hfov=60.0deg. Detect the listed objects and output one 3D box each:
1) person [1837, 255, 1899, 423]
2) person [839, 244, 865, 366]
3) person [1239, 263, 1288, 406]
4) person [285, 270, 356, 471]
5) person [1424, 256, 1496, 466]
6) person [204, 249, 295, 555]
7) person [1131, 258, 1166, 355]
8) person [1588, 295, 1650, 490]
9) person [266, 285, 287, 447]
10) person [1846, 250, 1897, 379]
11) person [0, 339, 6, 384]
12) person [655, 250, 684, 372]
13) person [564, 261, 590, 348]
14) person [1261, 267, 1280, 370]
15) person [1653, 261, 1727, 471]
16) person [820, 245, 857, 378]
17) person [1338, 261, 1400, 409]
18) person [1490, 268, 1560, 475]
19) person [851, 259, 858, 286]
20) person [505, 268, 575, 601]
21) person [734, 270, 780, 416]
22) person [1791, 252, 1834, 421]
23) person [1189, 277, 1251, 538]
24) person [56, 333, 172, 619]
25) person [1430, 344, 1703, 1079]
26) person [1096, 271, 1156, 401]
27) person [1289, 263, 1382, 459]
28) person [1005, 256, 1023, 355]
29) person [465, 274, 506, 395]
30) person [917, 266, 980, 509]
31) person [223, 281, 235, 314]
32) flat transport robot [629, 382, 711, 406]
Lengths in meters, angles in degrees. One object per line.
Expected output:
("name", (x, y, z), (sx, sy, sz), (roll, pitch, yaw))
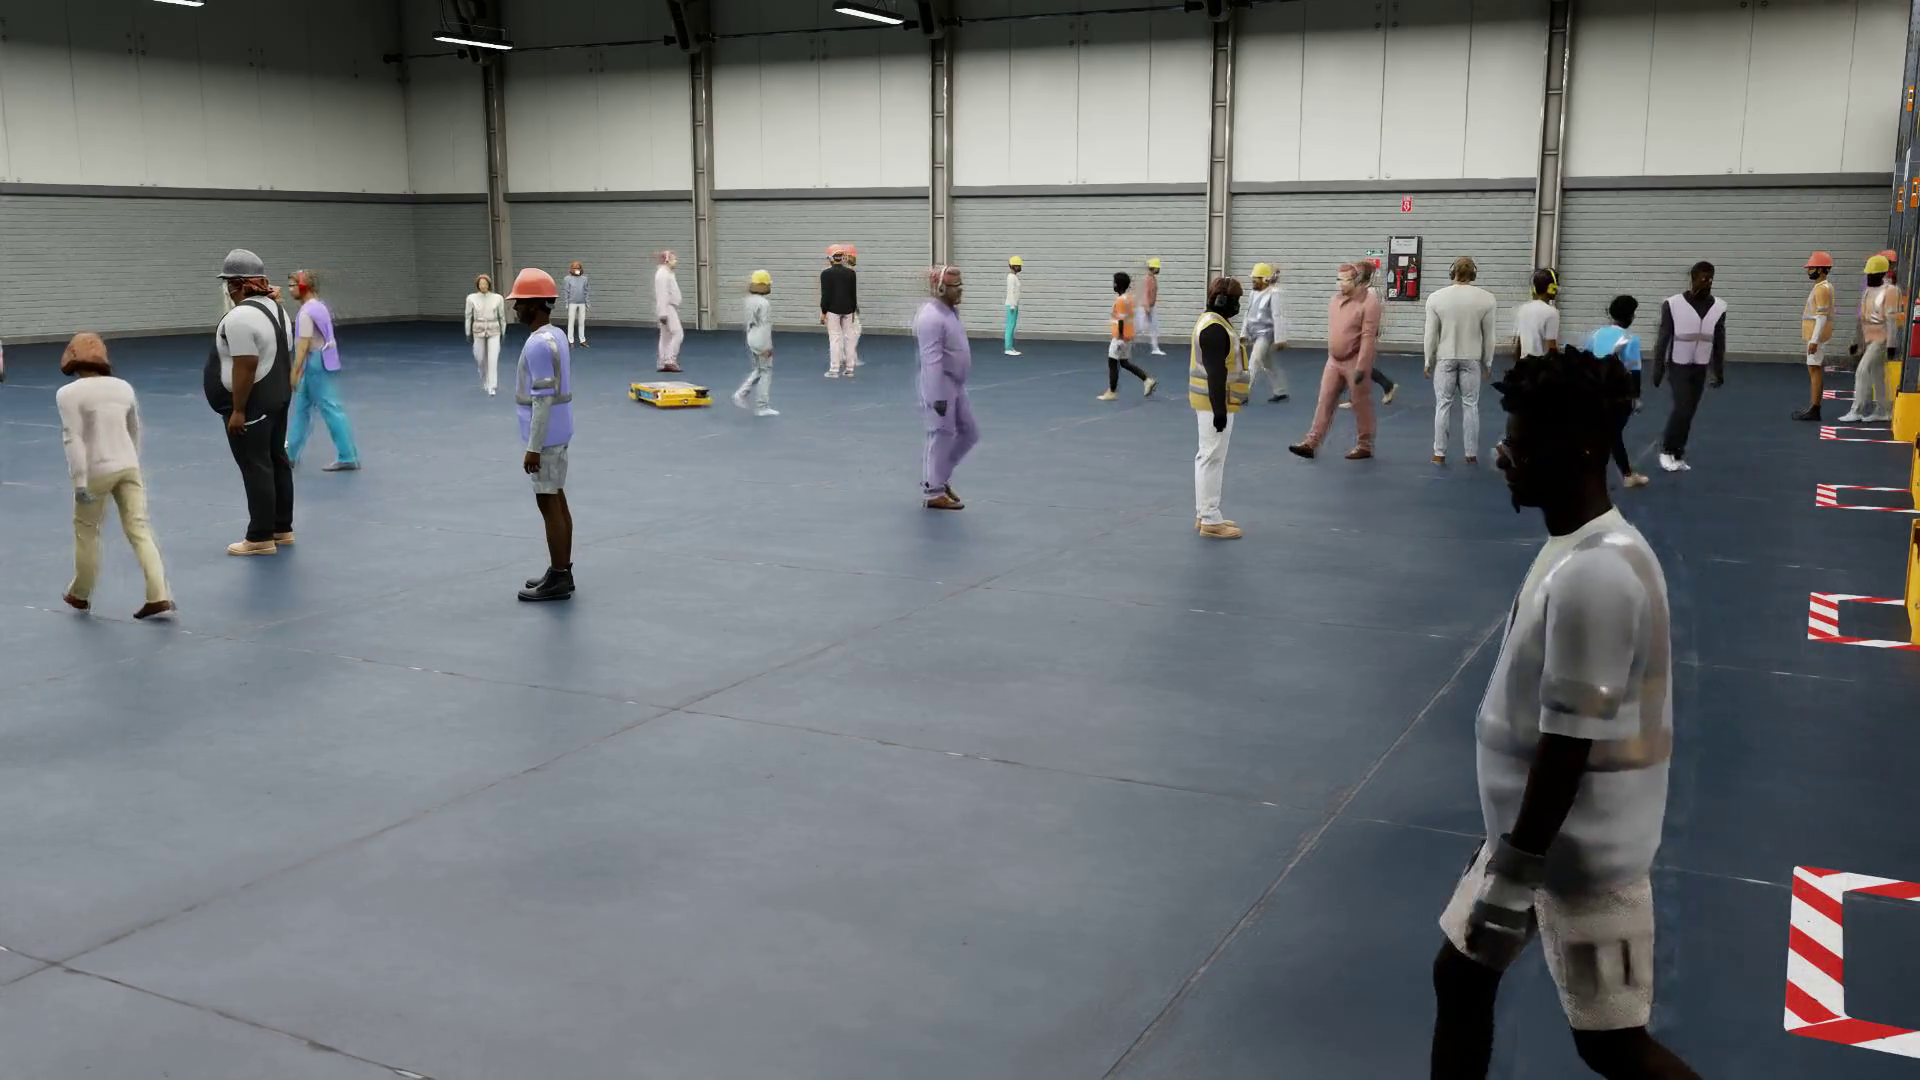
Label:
("person", (10.289, -2.263, 18.854), (0.757, 1.892, 0.681), (1, 10, 6))
("person", (-1.758, -3.822, 27.155), (0.650, 1.974, 0.625), (0, 10, 1))
("person", (3.772, -2.573, 20.879), (0.947, 1.786, 0.585), (-3, 11, -16))
("person", (-5.921, -1.503, 14.949), (0.906, 1.803, 0.595), (-3, 11, -14))
("person", (4.606, -1.643, 15.371), (0.635, 1.937, 0.354), (2, 11, 13))
("person", (-4.787, -0.927, 11.187), (0.539, 2.000, 0.688), (0, 10, 1))
("person", (3.292, -4.180, 29.760), (0.772, 1.732, 0.516), (6, 12, 31))
("person", (5.379, -1.199, 13.763), (0.871, 1.636, 0.540), (-3, 11, -14))
("person", (-6.890, -1.731, 16.675), (0.310, 1.636, 0.523), (-4, 11, -22))
("person", (13.588, -3.340, 24.685), (0.544, 1.913, 0.582), (4, 11, 20))
("person", (-9.105, -1.603, 15.279), (0.604, 1.885, 0.670), (6, 12, 28))
("person", (-4.470, -3.544, 25.858), (0.554, 1.887, 0.670), (-1, 10, -6))
("person", (-7.307, -4.489, 31.725), (0.497, 1.632, 0.289), (-8, 13, -36))
("person", (4.903, -3.487, 26.314), (0.346, 1.623, 0.543), (4, 11, 20))
("person", (6.588, -1.550, 14.977), (0.596, 1.895, 0.520), (-2, 11, -10))
("person", (-1.839, -3.435, 25.014), (0.613, 1.985, 0.405), (-7, 12, -33))
("person", (5.016, -2.495, 20.349), (0.634, 1.828, 0.502), (0, 10, -2))
("person", (5.002, -1.434, 14.471), (0.549, 1.849, 0.543), (-3, 11, -17))
("person", (-2.292, -5.152, 34.973), (0.314, 1.769, 0.524), (2, 11, 9))
("person", (-2.448, -0.609, 9.737), (0.354, 1.939, 0.545), (-1, 10, -3))
("person", (-2.388, -2.320, 19.632), (0.440, 1.725, 0.496), (-7, 12, -33))
("person", (9.855, -2.344, 19.195), (0.357, 1.937, 0.551), (5, 12, 26))
("person", (1.843, -0.943, 11.839), (0.429, 1.838, 0.622), (1, 10, 4))
("person", (-4.774, -0.347, 9.258), (0.850, 1.580, 0.533), (5, 12, 27))
("person", (1.280, 0.574, 3.325), (0.957, 1.929, 0.603), (2, 11, 12))
("person", (2.145, -2.609, 21.361), (0.685, 1.673, 0.535), (3, 11, 16))
("person", (3.573, -1.655, 15.643), (0.970, 1.856, 0.655), (-7, 12, -33))
("person", (0.974, -4.174, 29.645), (0.326, 1.767, 0.533), (2, 11, 10))
("person", (-6.374, -2.769, 22.387), (0.525, 1.615, 0.656), (-2, 11, -11))
("person", (-0.088, -1.173, 12.939), (0.441, 1.887, 0.668), (3, 11, 18))
("person", (-10.235, -3.152, 23.909), (0.617, 1.821, 0.426), (0, 10, 1))
("flat transport robot", (-3.707, -1.873, 21.175), (0.652, 0.197, 1.431), (-5, 12, -26))
